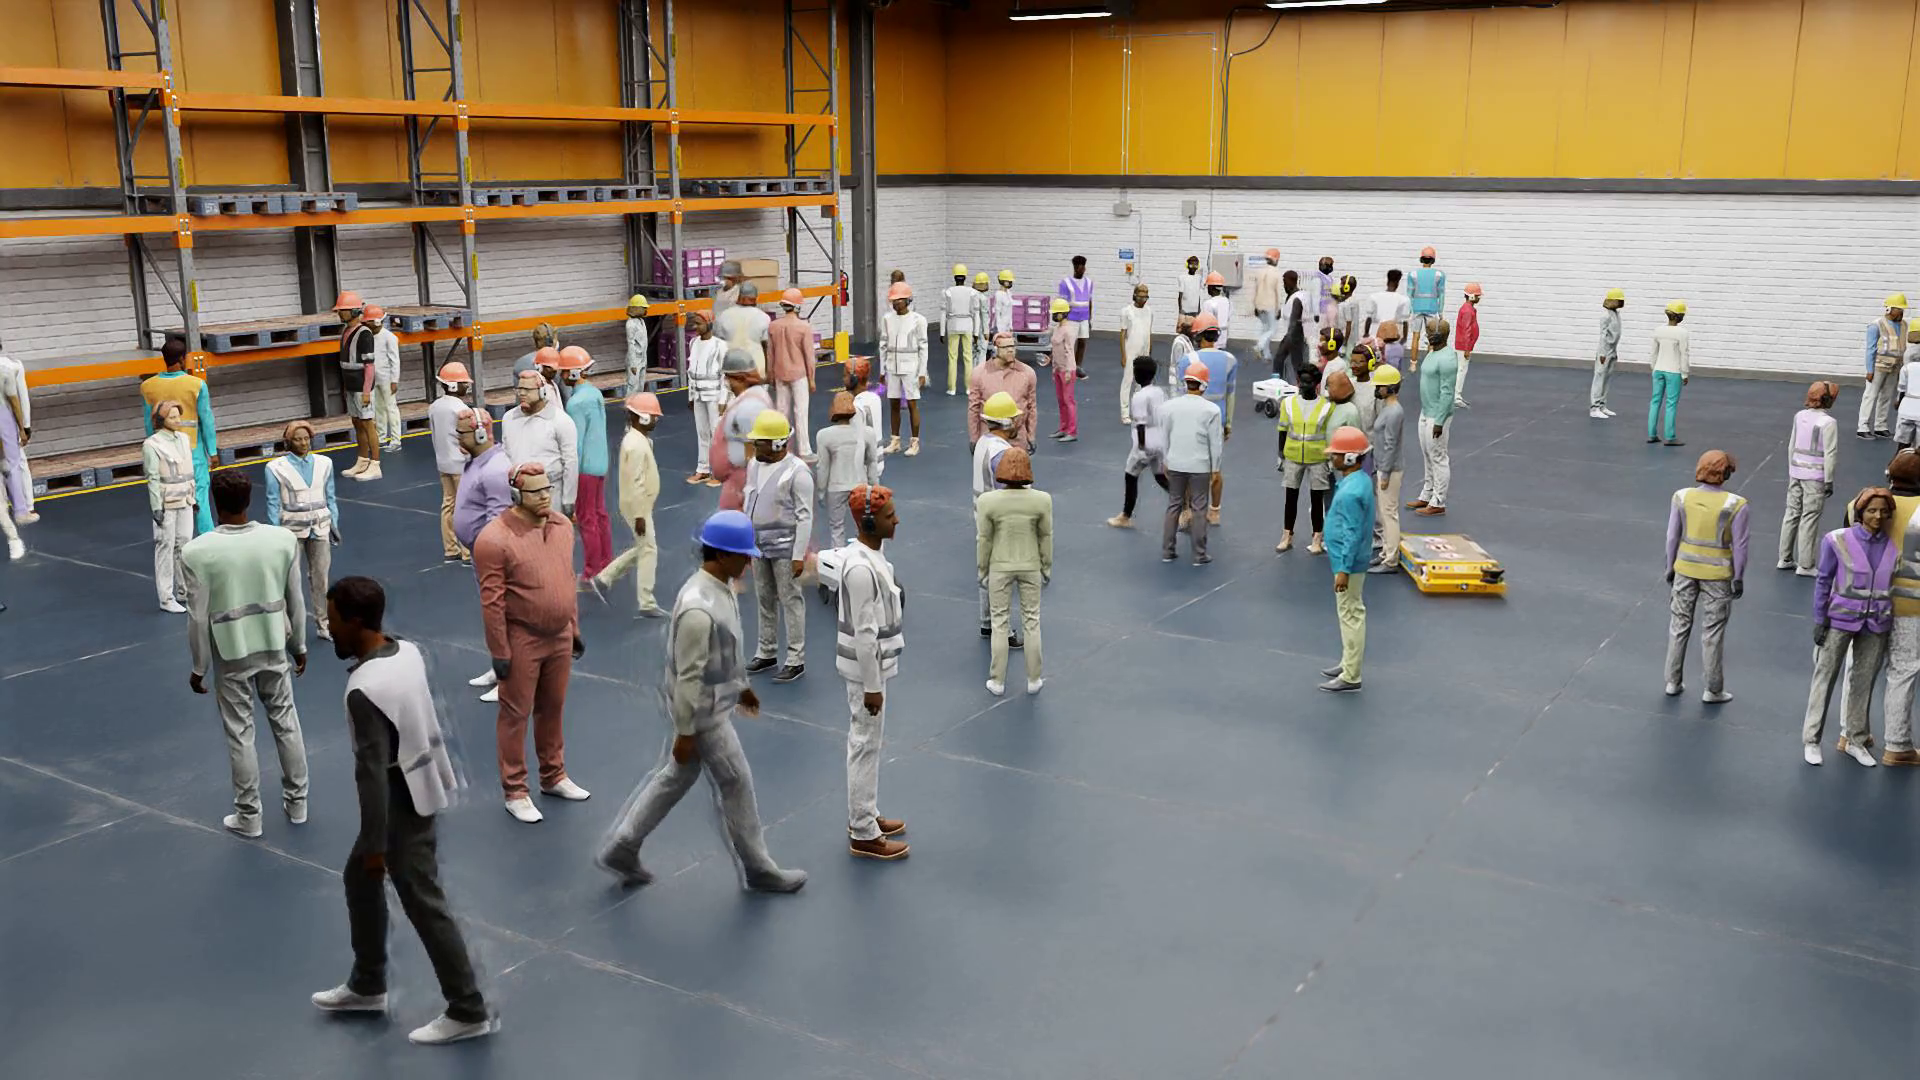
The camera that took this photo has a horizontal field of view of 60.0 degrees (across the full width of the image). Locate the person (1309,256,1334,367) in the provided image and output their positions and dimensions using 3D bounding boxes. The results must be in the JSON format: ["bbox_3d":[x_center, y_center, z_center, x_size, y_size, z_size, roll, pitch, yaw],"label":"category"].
[{"bbox_3d":[6.063,-3.817,27.822,0.429,1.835,0.629,8,15,32],"label":"person"}]

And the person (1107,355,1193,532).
[{"bbox_3d":[1.813,-0.892,15.483,0.826,1.661,0.536,9,16,35],"label":"person"}]

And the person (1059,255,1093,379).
[{"bbox_3d":[1.806,-3.509,26.226,0.628,1.953,0.539,-8,15,-31],"label":"person"}]

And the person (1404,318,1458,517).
[{"bbox_3d":[4.625,-1.195,16.221,0.372,1.938,0.632,0,13,-1],"label":"person"}]

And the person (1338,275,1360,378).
[{"bbox_3d":[5.324,-2.708,22.925,0.331,1.874,0.519,6,14,24],"label":"person"}]

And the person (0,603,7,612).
[{"bbox_3d":[-7.726,-0.299,12.457,0.772,1.899,0.615,-3,13,-14],"label":"person"}]

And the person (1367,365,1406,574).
[{"bbox_3d":[3.573,-0.593,14.000,0.337,1.758,0.518,3,13,11],"label":"person"}]

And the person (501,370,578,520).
[{"bbox_3d":[-3.189,-0.329,12.517,0.651,1.910,0.403,5,14,20],"label":"person"}]

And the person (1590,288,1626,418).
[{"bbox_3d":[8.747,-2.523,22.400,0.313,1.744,0.487,11,17,40],"label":"person"}]

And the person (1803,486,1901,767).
[{"bbox_3d":[5.144,0.495,9.537,0.515,1.642,0.314,1,13,6],"label":"person"}]

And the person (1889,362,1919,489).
[{"bbox_3d":[9.824,-1.250,17.004,0.320,1.686,0.541,-7,15,-27],"label":"person"}]

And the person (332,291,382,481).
[{"bbox_3d":[-6.536,-1.663,18.015,0.372,2.044,0.606,-12,17,-41],"label":"person"}]

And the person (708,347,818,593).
[{"bbox_3d":[-1.602,-0.571,13.284,0.932,2.000,0.677,1,13,4],"label":"person"}]

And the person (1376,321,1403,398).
[{"bbox_3d":[4.862,-1.688,19.019,0.505,1.633,0.279,-12,18,-42],"label":"person"}]

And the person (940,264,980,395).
[{"bbox_3d":[-0.006,-3.089,24.484,0.588,1.920,0.396,-2,13,-8],"label":"person"}]

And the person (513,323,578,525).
[{"bbox_3d":[-3.885,-1.081,15.725,0.630,1.937,0.373,4,13,15],"label":"person"}]

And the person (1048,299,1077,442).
[{"bbox_3d":[1.252,-2.091,20.504,0.349,1.759,0.522,-4,14,-18],"label":"person"}]

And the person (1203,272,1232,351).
[{"bbox_3d":[3.432,-2.662,22.578,0.356,1.936,0.551,12,18,42],"label":"person"}]

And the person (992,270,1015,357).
[{"bbox_3d":[0.687,-3.296,25.727,0.356,1.755,0.519,5,14,22],"label":"person"}]

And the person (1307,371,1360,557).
[{"bbox_3d":[3.291,-0.666,14.588,0.276,1.631,0.507,-6,14,-23],"label":"person"}]

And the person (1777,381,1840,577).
[{"bbox_3d":[7.114,-0.513,13.910,0.312,1.639,0.520,-2,13,-8],"label":"person"}]

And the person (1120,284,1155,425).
[{"bbox_3d":[2.322,-2.428,21.778,0.504,1.841,0.344,-7,15,-27],"label":"person"}]

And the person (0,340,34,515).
[{"bbox_3d":[-9.168,-1.087,15.865,0.337,1.882,0.584,9,16,35],"label":"person"}]

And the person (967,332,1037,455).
[{"bbox_3d":[0.392,-0.948,15.208,0.651,1.909,0.409,-2,13,-8],"label":"person"}]

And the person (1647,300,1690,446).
[{"bbox_3d":[8.631,-2.032,20.221,0.317,1.769,0.523,-7,15,-27],"label":"person"}]

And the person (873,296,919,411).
[{"bbox_3d":[-0.899,-2.604,22.766,0.623,1.733,0.575,-3,13,-13],"label":"person"}]

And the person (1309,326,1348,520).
[{"bbox_3d":[3.577,-1.124,16.058,0.310,1.868,0.532,2,13,9],"label":"person"}]

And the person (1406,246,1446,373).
[{"bbox_3d":[7.527,-3.722,26.947,0.608,2.044,0.378,3,13,14],"label":"person"}]

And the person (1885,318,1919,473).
[{"bbox_3d":[10.481,-1.569,18.284,0.484,1.735,0.311,-5,14,-20],"label":"person"}]

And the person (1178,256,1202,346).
[{"bbox_3d":[3.822,-3.771,27.556,0.521,1.864,0.336,-9,16,-34],"label":"person"}]

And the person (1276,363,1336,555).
[{"bbox_3d":[3.049,-0.713,14.653,0.541,1.695,0.316,6,14,23],"label":"person"}]

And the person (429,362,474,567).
[{"bbox_3d":[-4.288,-0.646,14.242,0.562,1.748,0.322,11,17,39],"label":"person"}]

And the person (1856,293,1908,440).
[{"bbox_3d":[11.459,-2.143,20.590,0.591,1.823,0.405,-5,14,-20],"label":"person"}]

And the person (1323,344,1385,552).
[{"bbox_3d":[3.489,-0.783,14.576,0.328,1.873,0.517,-11,17,-40],"label":"person"}]

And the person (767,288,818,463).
[{"bbox_3d":[-1.914,-1.879,19.056,0.612,1.996,0.388,7,15,27],"label":"person"}]

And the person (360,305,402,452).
[{"bbox_3d":[-6.907,-1.922,19.788,0.561,1.744,0.339,8,15,32],"label":"person"}]

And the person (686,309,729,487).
[{"bbox_3d":[-2.692,-1.510,17.710,0.572,1.880,0.356,10,17,38],"label":"person"}]

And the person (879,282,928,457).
[{"bbox_3d":[-0.682,-1.986,19.417,0.616,2.041,0.378,7,15,28],"label":"person"}]
